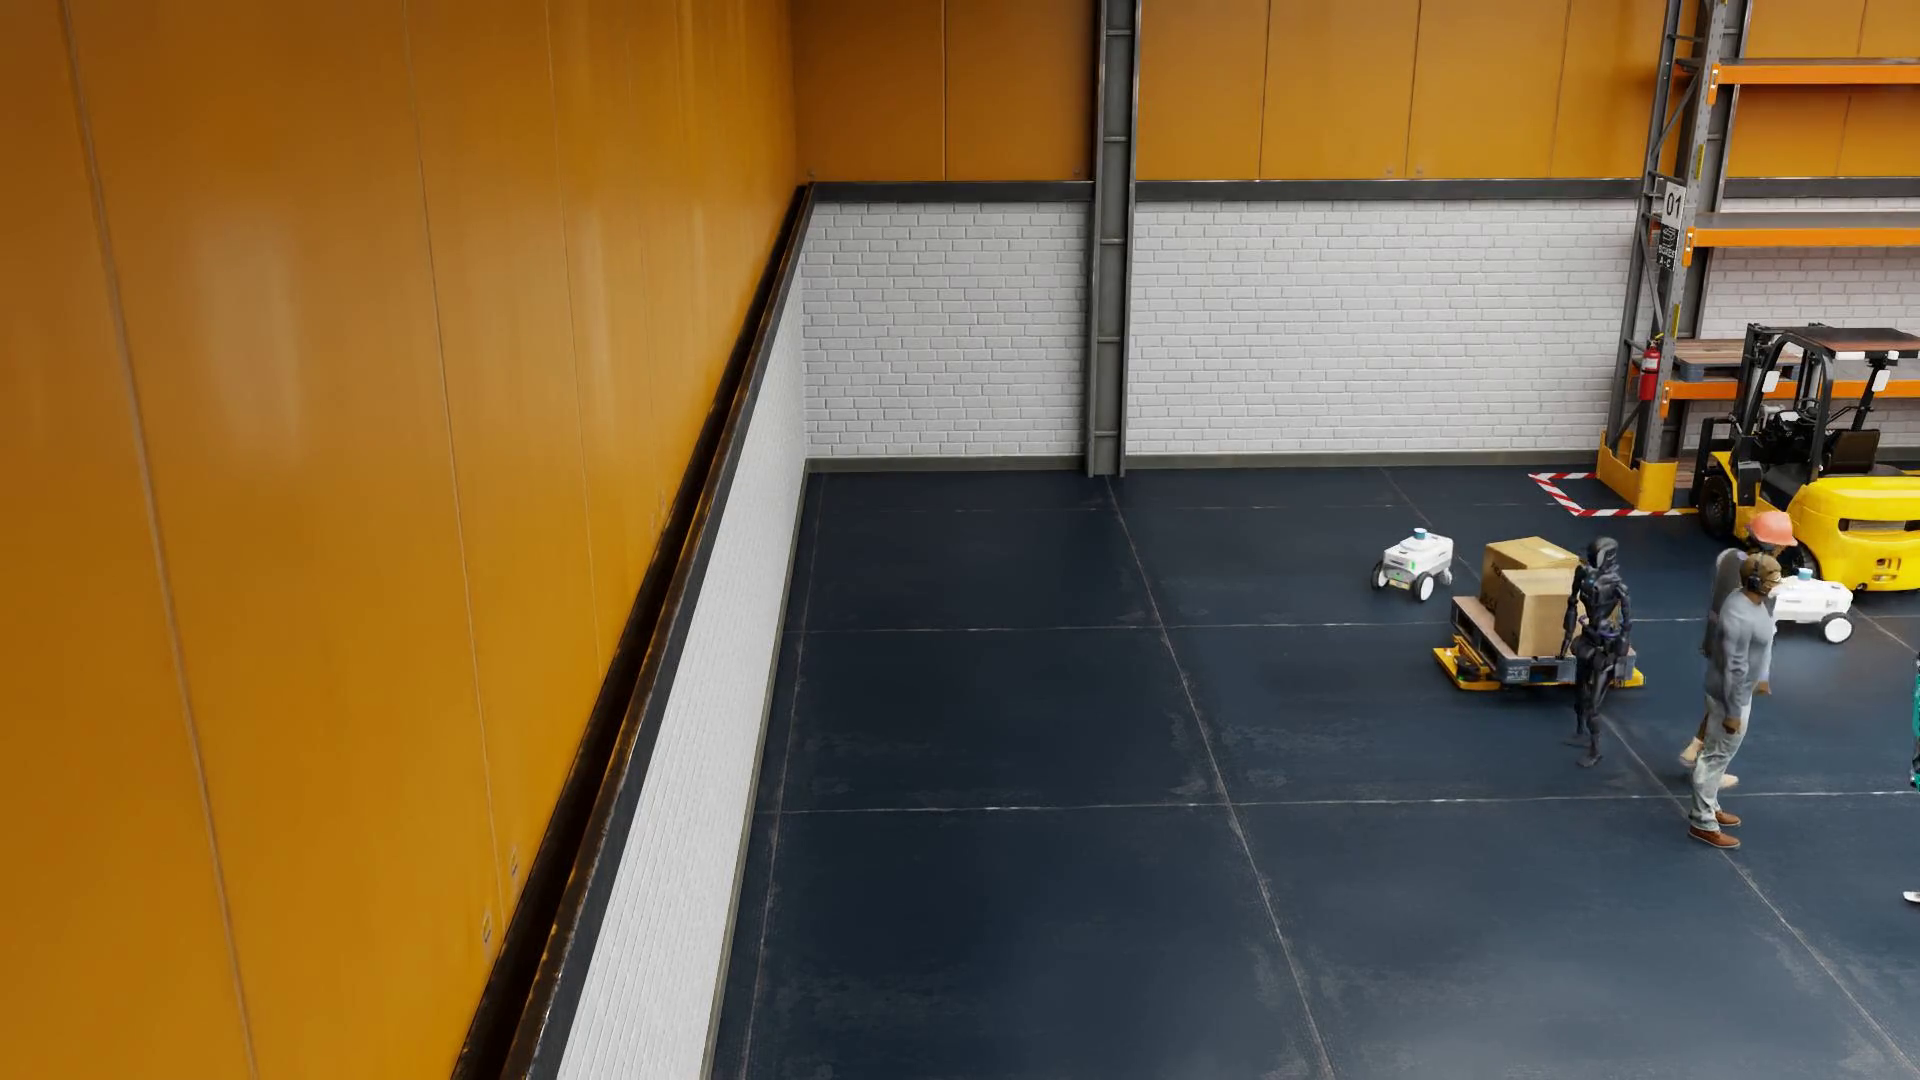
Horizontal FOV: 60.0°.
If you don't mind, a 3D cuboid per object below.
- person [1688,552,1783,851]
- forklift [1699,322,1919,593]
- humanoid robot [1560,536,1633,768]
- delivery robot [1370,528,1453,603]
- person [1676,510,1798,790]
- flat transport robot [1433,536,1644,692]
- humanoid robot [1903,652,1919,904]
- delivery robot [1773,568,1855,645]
[{"bbox_3d":[4.873,0.987,10.469,0.372,1.940,0.627,10,23,26],"label":"person"},{"bbox_3d":[7.809,-0.792,14.926,1.214,2.155,2.313,-1,20,-2],"label":"forklift"},{"bbox_3d":[4.421,0.734,11.549,0.380,1.637,0.610,-9,22,-23],"label":"humanoid robot"},{"bbox_3d":[4.004,0.205,14.592,0.522,0.602,0.773,19,27,41],"label":"delivery robot"},{"bbox_3d":[5.163,0.742,11.017,0.435,2.019,0.636,-1,20,-2],"label":"person"},{"bbox_3d":[4.506,0.947,12.984,1.431,0.231,0.659,-1,20,-3],"label":"flat transport robot"},{"bbox_3d":[5.805,1.449,9.648,0.732,1.887,0.541,6,21,15],"label":"humanoid robot"},{"bbox_3d":[6.932,0.523,13.704,0.773,0.582,0.499,2,20,5],"label":"delivery robot"}]
